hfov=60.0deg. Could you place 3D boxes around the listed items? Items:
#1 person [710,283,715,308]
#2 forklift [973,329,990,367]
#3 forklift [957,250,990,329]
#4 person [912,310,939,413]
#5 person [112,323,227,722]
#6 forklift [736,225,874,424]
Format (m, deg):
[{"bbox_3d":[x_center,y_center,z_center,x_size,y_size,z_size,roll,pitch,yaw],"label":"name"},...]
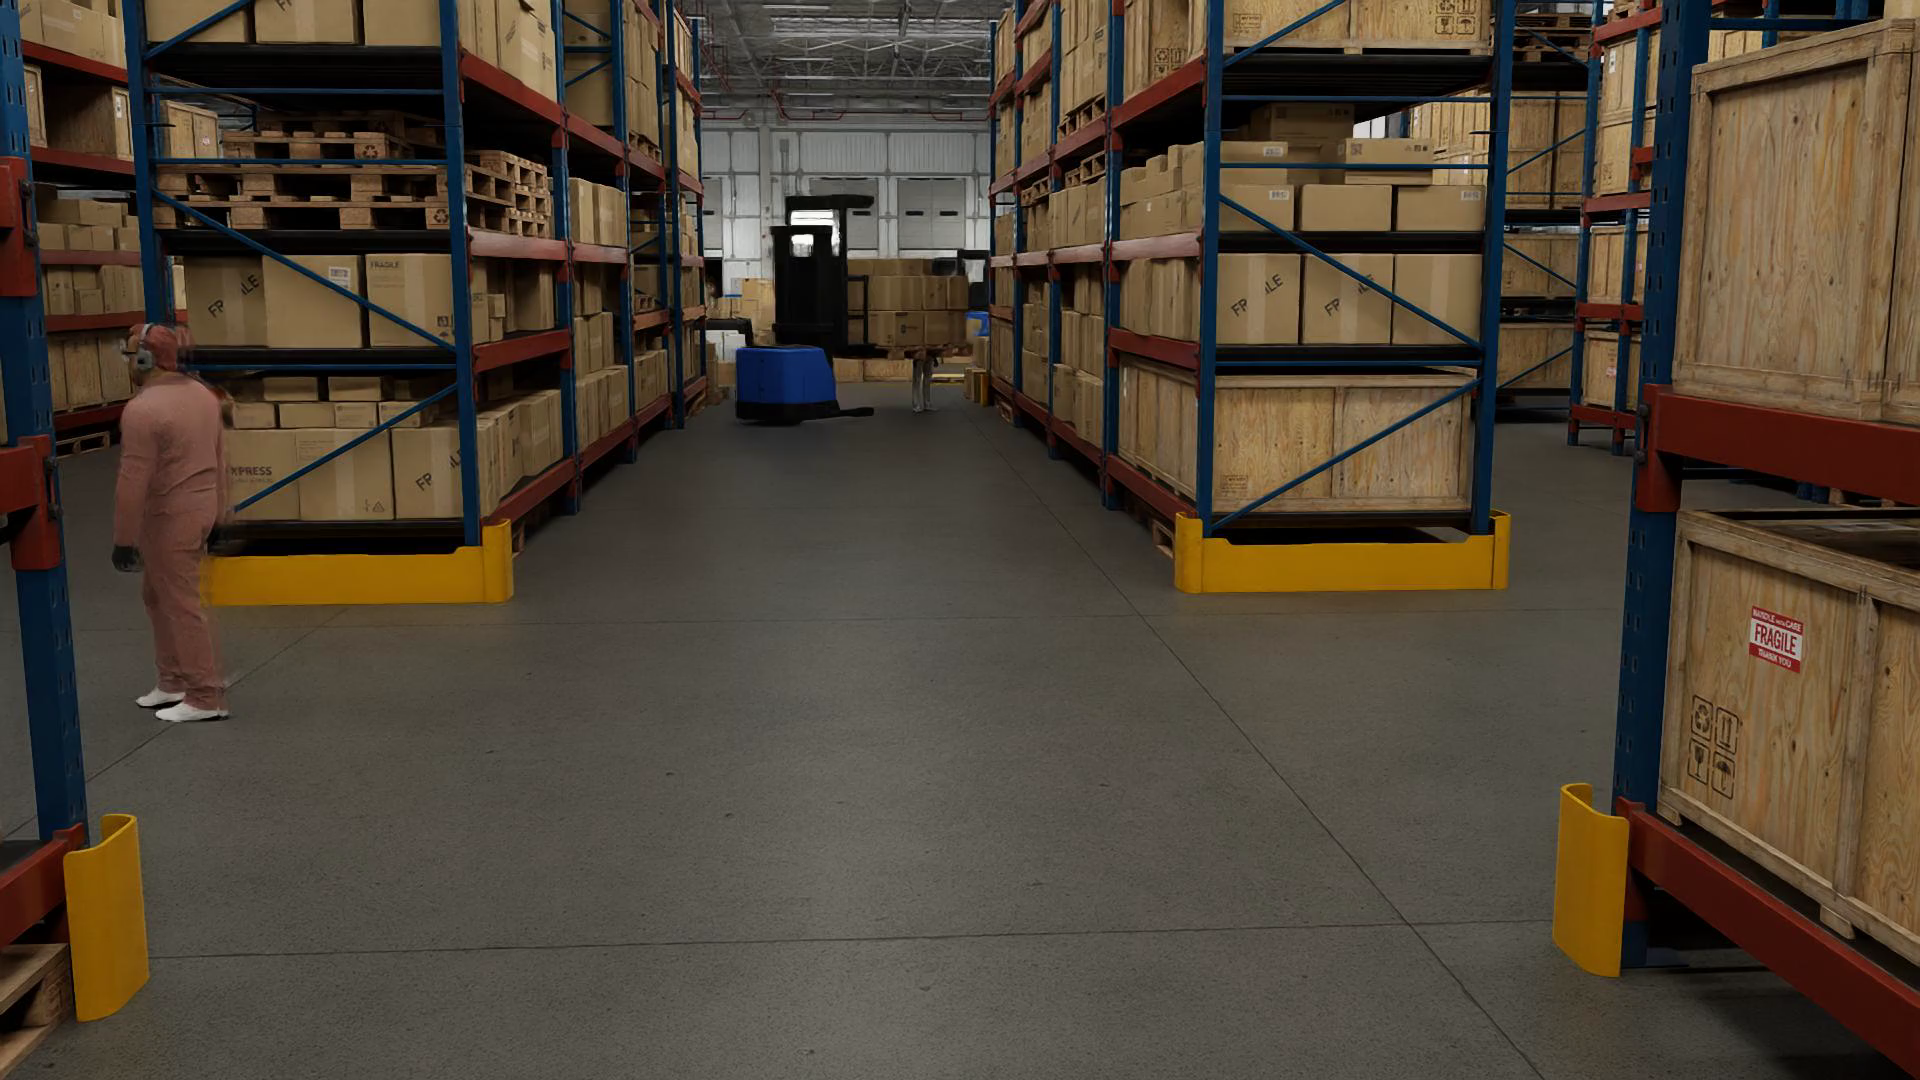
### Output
[{"bbox_3d":[-6.597,-5.765,43.537,0.475,1.927,0.642,0,9,2],"label":"person"},{"bbox_3d":[1.196,-4.174,30.542,1.873,2.768,1.129,-1,9,-4],"label":"forklift"},{"bbox_3d":[0.393,-6.751,46.723,1.129,2.768,1.873,2,9,11],"label":"forklift"},{"bbox_3d":[-0.554,-2.797,25.772,0.513,1.642,0.311,-8,12,-42],"label":"person"},{"bbox_3d":[-3.823,-0.069,7.846,0.657,1.887,0.673,0,9,2],"label":"person"},{"bbox_3d":[-2.282,-3.145,24.079,1.129,2.768,1.873,7,11,36],"label":"forklift"}]
